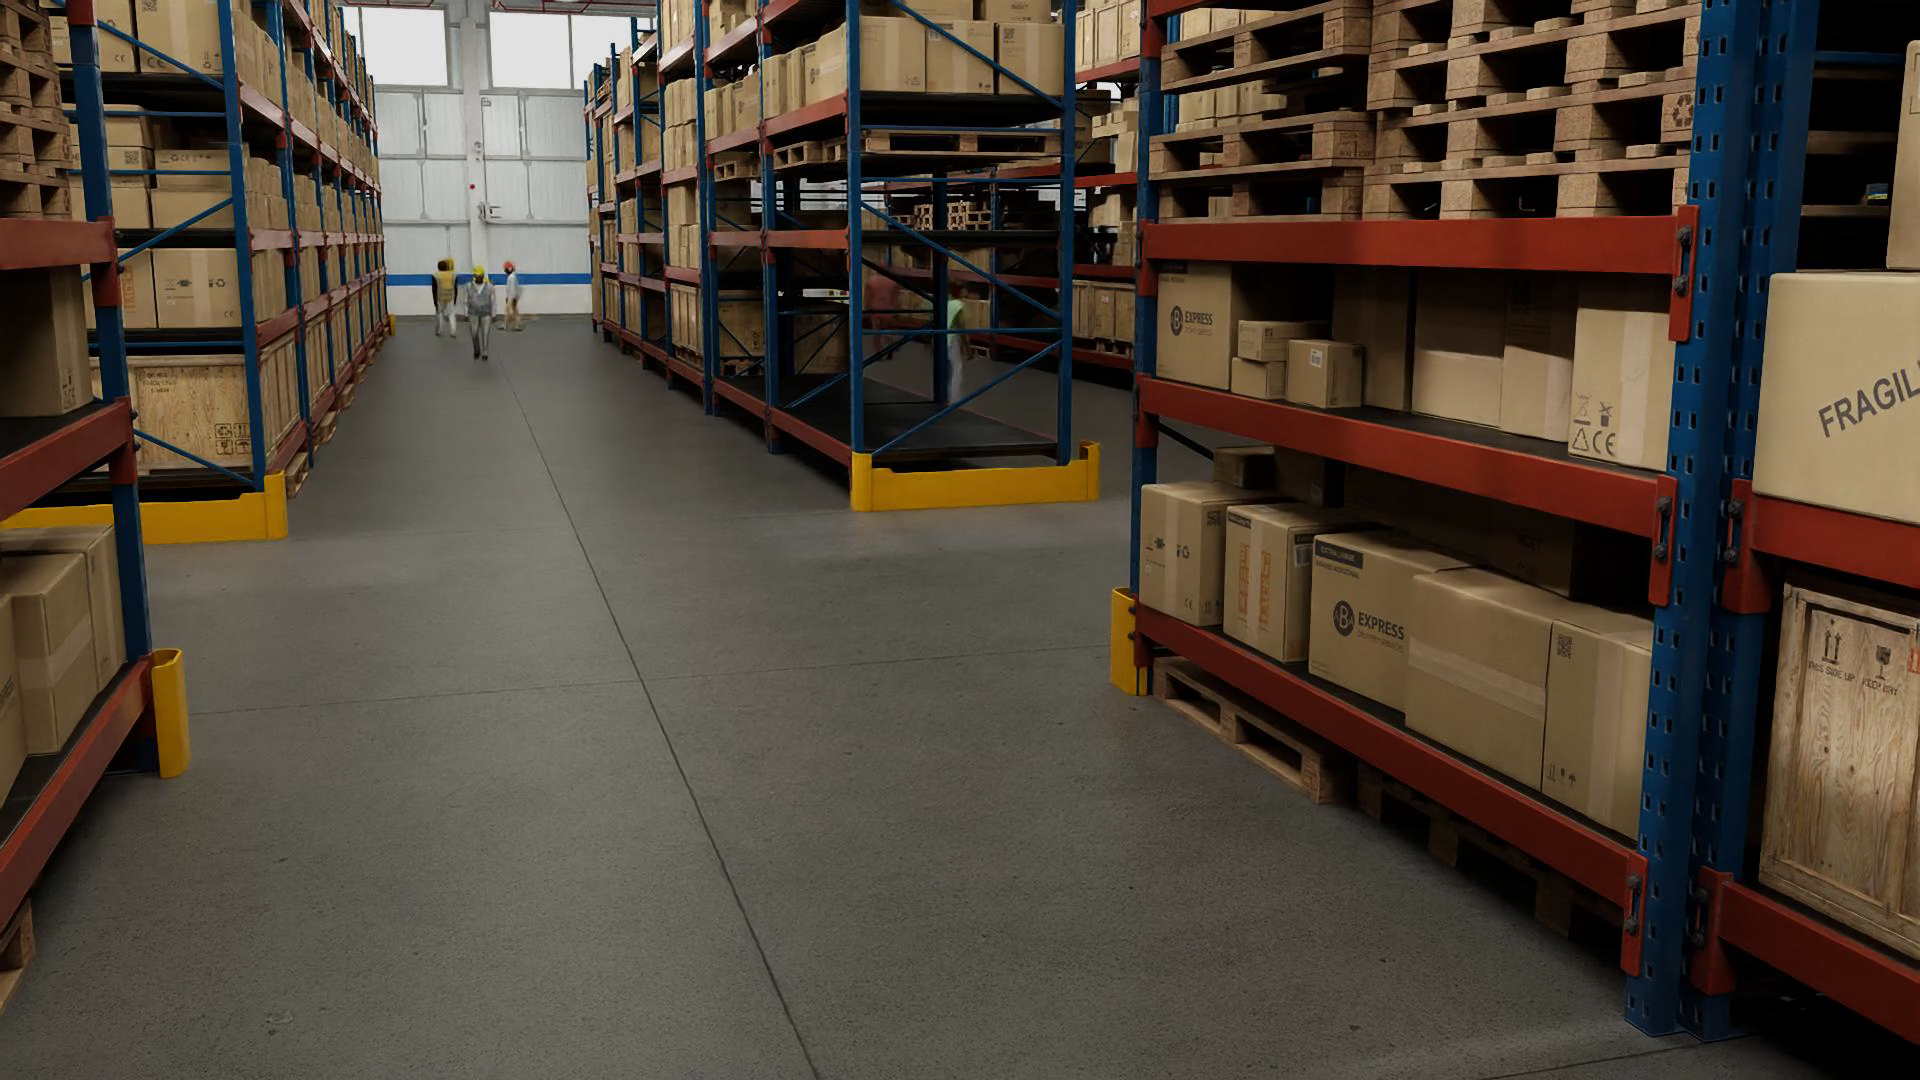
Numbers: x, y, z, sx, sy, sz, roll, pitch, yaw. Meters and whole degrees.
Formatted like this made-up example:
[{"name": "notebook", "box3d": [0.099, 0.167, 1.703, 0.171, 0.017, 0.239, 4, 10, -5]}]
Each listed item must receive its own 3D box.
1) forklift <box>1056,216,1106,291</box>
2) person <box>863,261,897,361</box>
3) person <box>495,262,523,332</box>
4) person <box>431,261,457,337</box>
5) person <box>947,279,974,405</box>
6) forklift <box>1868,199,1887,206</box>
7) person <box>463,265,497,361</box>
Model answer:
[{"name": "forklift", "box3d": [2.893, -6.073, 38.362, 1.129, 2.768, 1.873, -3, 11, -17]}, {"name": "person", "box3d": [-1.538, -4.361, 31.686, 0.642, 1.894, 0.423, -5, 12, -26]}, {"name": "person", "box3d": [-11.211, -6.011, 41.171, 0.777, 1.720, 0.597, -3, 11, -15]}, {"name": "person", "box3d": [-12.090, -5.643, 39.030, 0.633, 1.796, 0.992, -7, 13, -35]}, {"name": "person", "box3d": [-0.105, -2.453, 21.462, 0.434, 1.816, 0.832, -6, 12, -31]}, {"name": "forklift", "box3d": [11.338, -2.915, 21.052, 1.129, 2.768, 1.873, -3, 11, -17]}, {"name": "person", "box3d": [-9.083, -4.295, 31.514, 0.619, 1.819, 0.497, -3, 11, -16]}]
